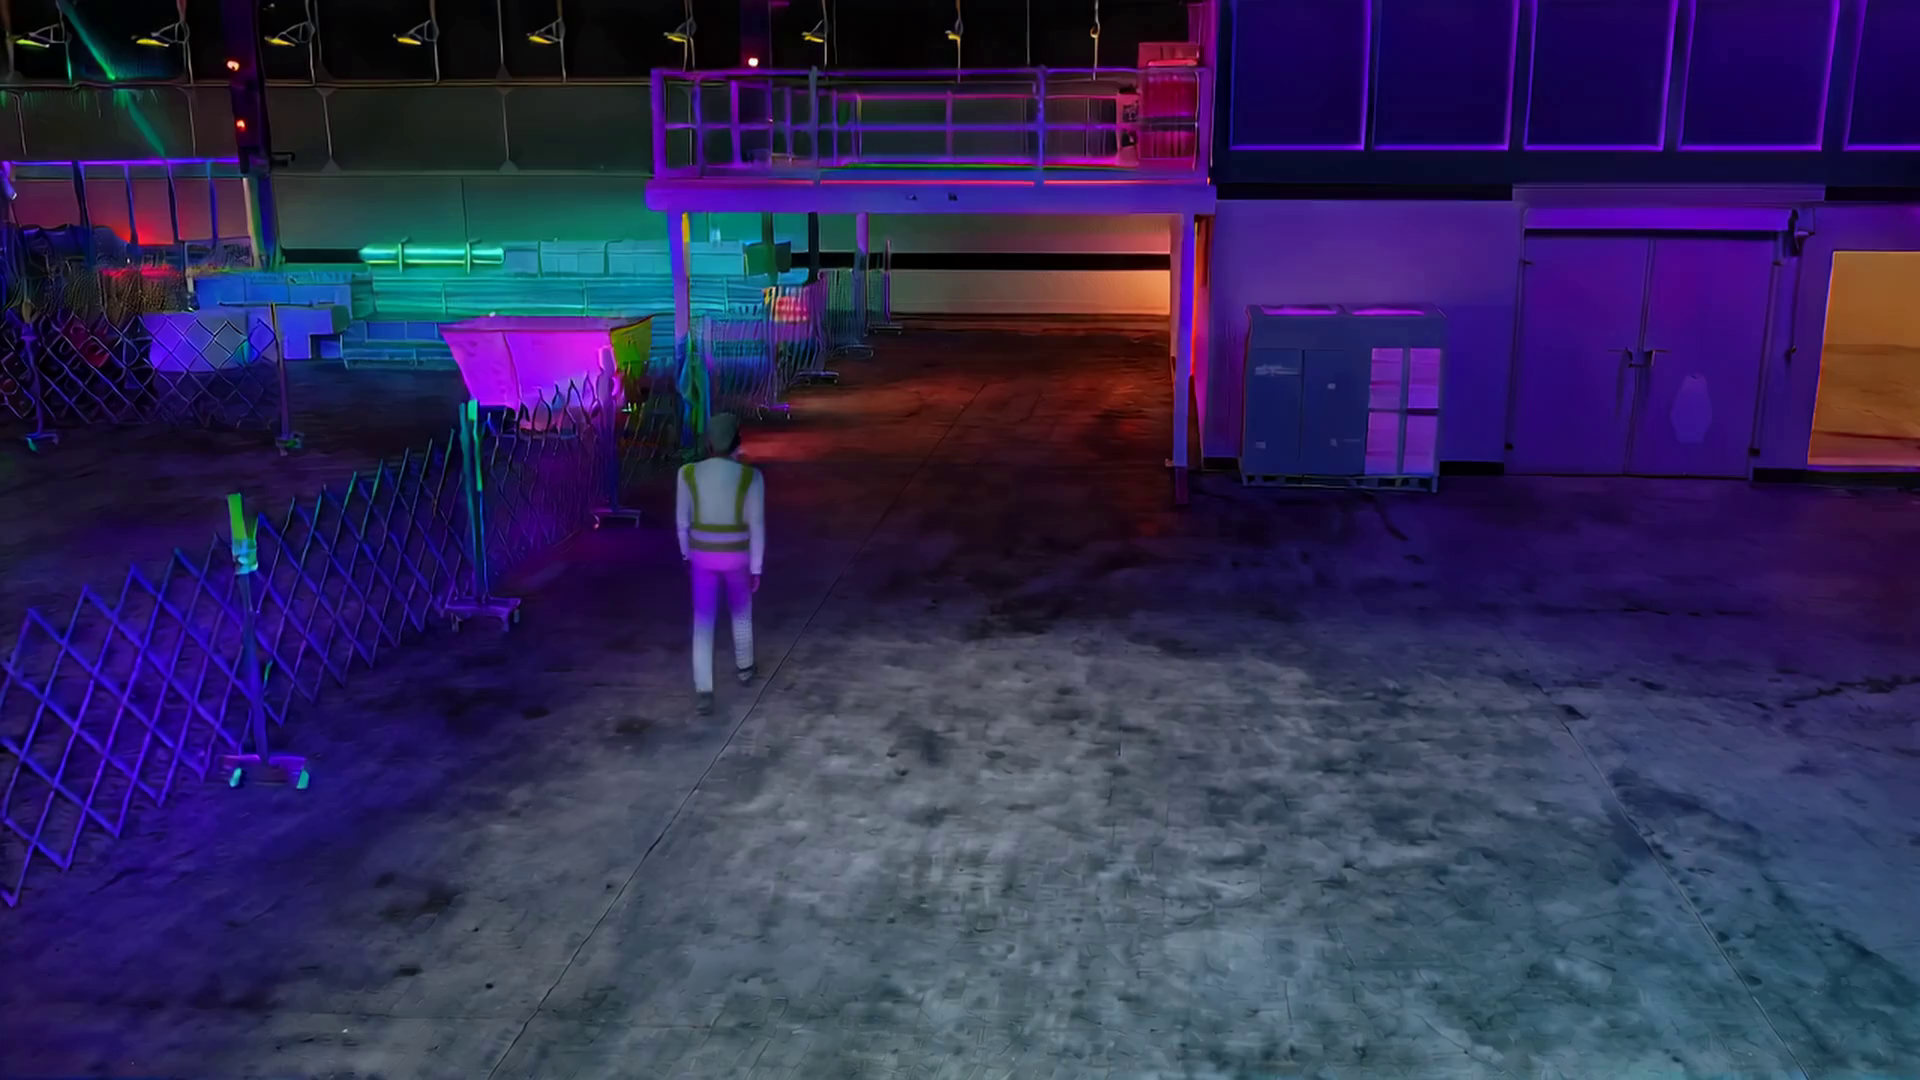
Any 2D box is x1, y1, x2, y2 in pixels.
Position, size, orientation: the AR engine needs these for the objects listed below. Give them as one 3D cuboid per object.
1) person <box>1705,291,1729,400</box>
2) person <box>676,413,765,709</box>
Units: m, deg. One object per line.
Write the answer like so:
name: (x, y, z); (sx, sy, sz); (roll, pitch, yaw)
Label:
person: (9.242, -2.381, 20.589); (0.812, 1.878, 0.652); (-4, 14, -16)
person: (-1.506, 0.115, 10.496); (0.576, 1.844, 0.978); (0, 14, 1)
